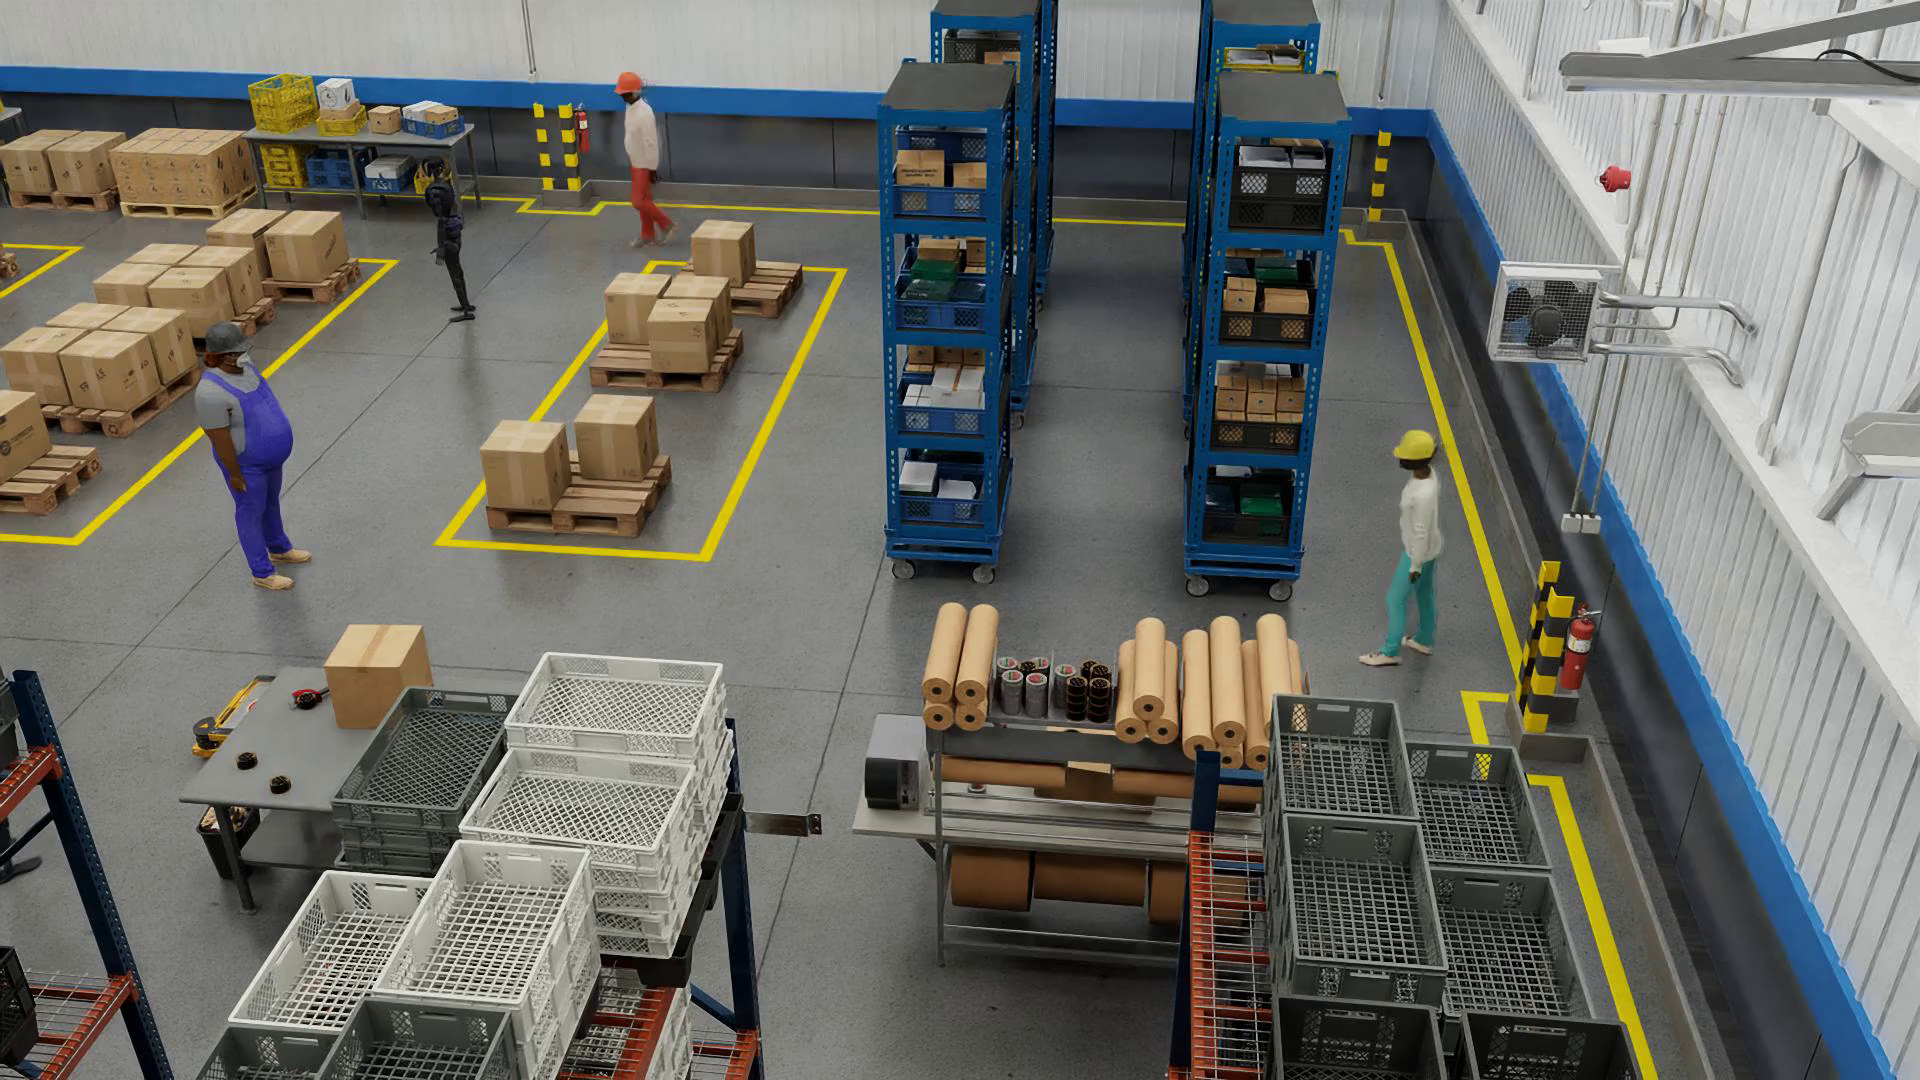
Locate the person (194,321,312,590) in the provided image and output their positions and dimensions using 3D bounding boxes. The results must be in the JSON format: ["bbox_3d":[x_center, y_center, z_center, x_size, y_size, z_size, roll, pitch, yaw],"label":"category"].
[{"bbox_3d":[-5.074,-0.634,12.004,0.537,2.000,0.678,1,30,2],"label":"person"}]

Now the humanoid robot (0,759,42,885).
[{"bbox_3d":[-5.528,1.150,9.297,0.571,1.651,0.326,22,37,33],"label":"humanoid robot"}]

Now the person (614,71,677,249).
[{"bbox_3d":[-3.457,-4.093,18.007,0.469,1.973,0.650,-15,34,-25],"label":"person"}]

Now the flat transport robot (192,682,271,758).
[{"bbox_3d":[-4.089,1.163,10.648,1.431,0.197,0.652,3,30,6],"label":"flat transport robot"}]

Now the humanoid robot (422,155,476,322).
[{"bbox_3d":[-5.049,-2.979,16.375,0.323,1.657,0.601,-5,31,-8],"label":"humanoid robot"}]

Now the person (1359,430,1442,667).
[{"bbox_3d":[3.003,0.049,11.138,0.596,1.732,0.577,9,32,16],"label":"person"}]
